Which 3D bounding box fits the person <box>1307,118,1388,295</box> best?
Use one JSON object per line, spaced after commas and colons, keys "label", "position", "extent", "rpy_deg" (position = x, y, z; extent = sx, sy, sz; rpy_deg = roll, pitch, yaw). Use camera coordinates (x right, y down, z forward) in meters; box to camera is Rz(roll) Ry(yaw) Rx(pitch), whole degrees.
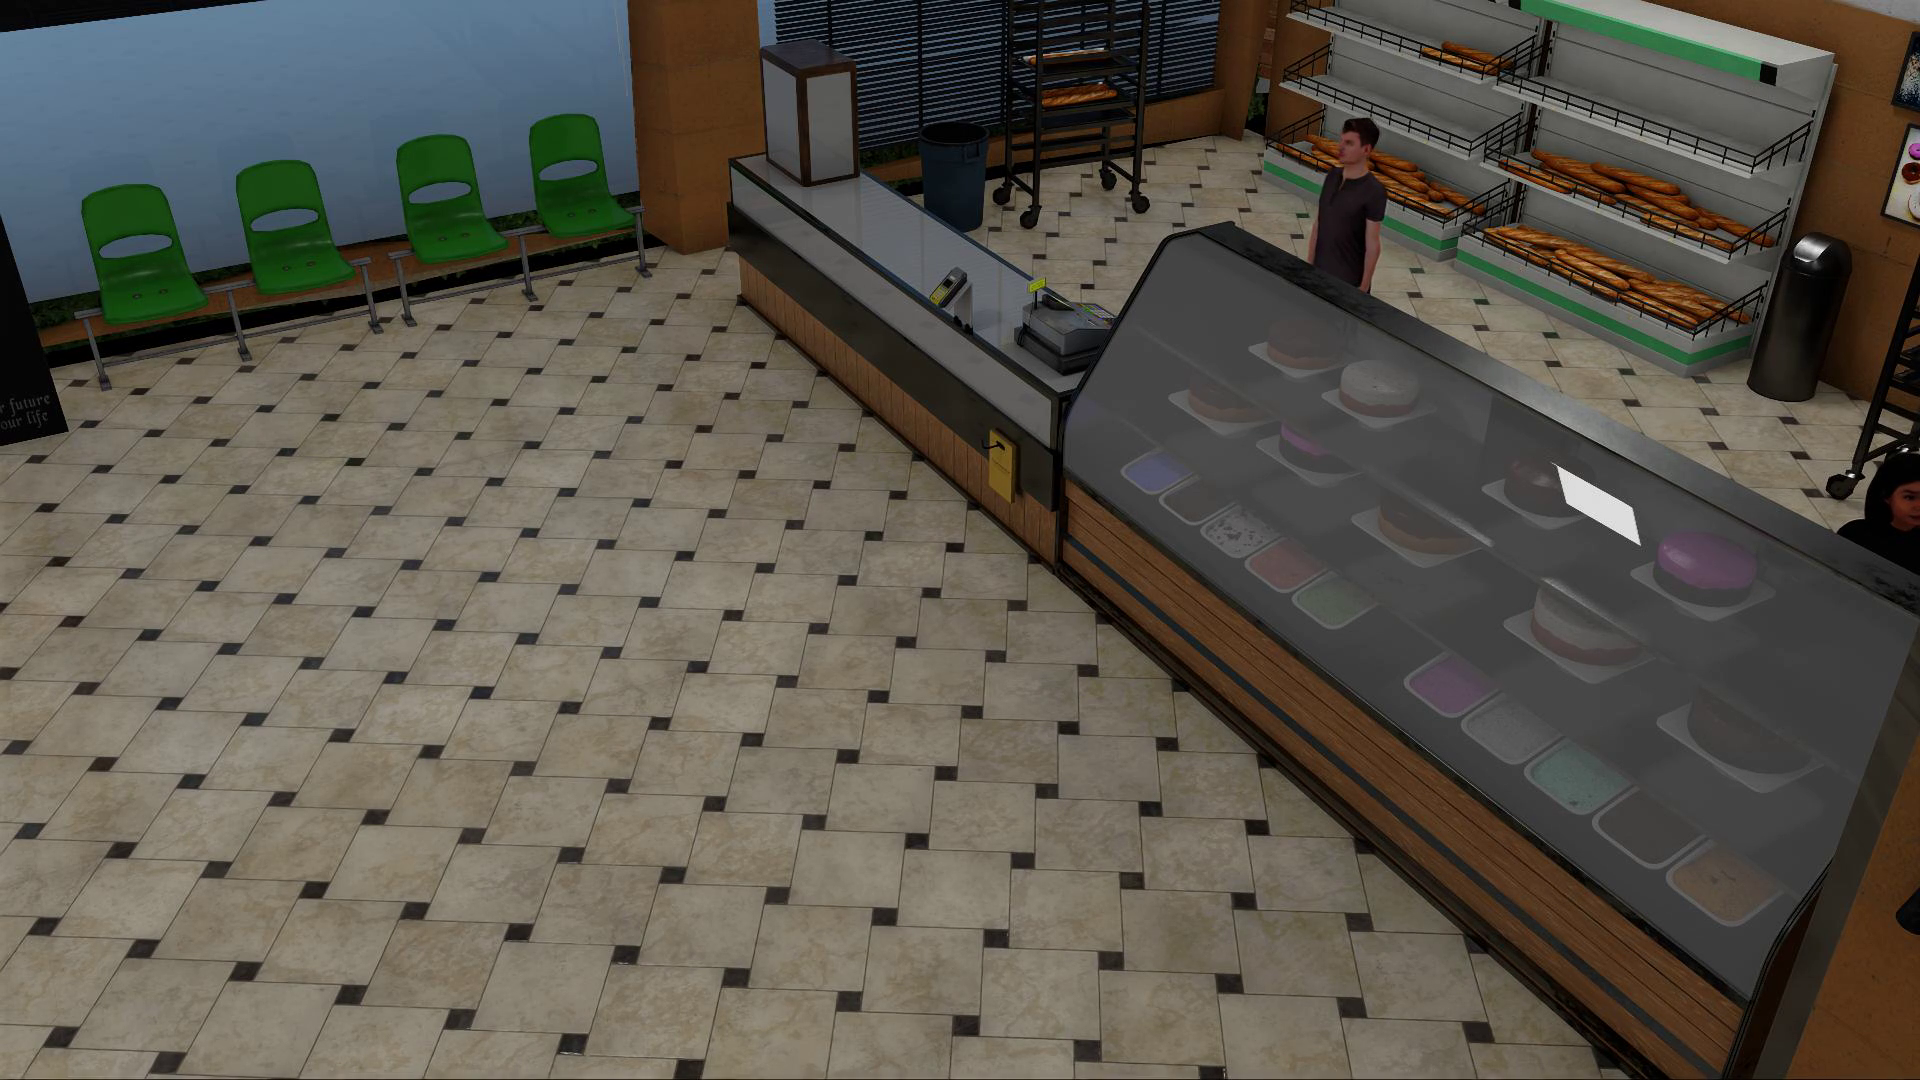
{"label": "person", "position": [2.139, -1.458, 9.335], "extent": [0.517, 1.853, 0.643], "rpy_deg": [-17, 36, -25]}

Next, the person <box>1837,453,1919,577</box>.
{"label": "person", "position": [3.453, 0.427, 6.448], "extent": [0.587, 1.702, 0.698], "rpy_deg": [-4, 32, -7]}
